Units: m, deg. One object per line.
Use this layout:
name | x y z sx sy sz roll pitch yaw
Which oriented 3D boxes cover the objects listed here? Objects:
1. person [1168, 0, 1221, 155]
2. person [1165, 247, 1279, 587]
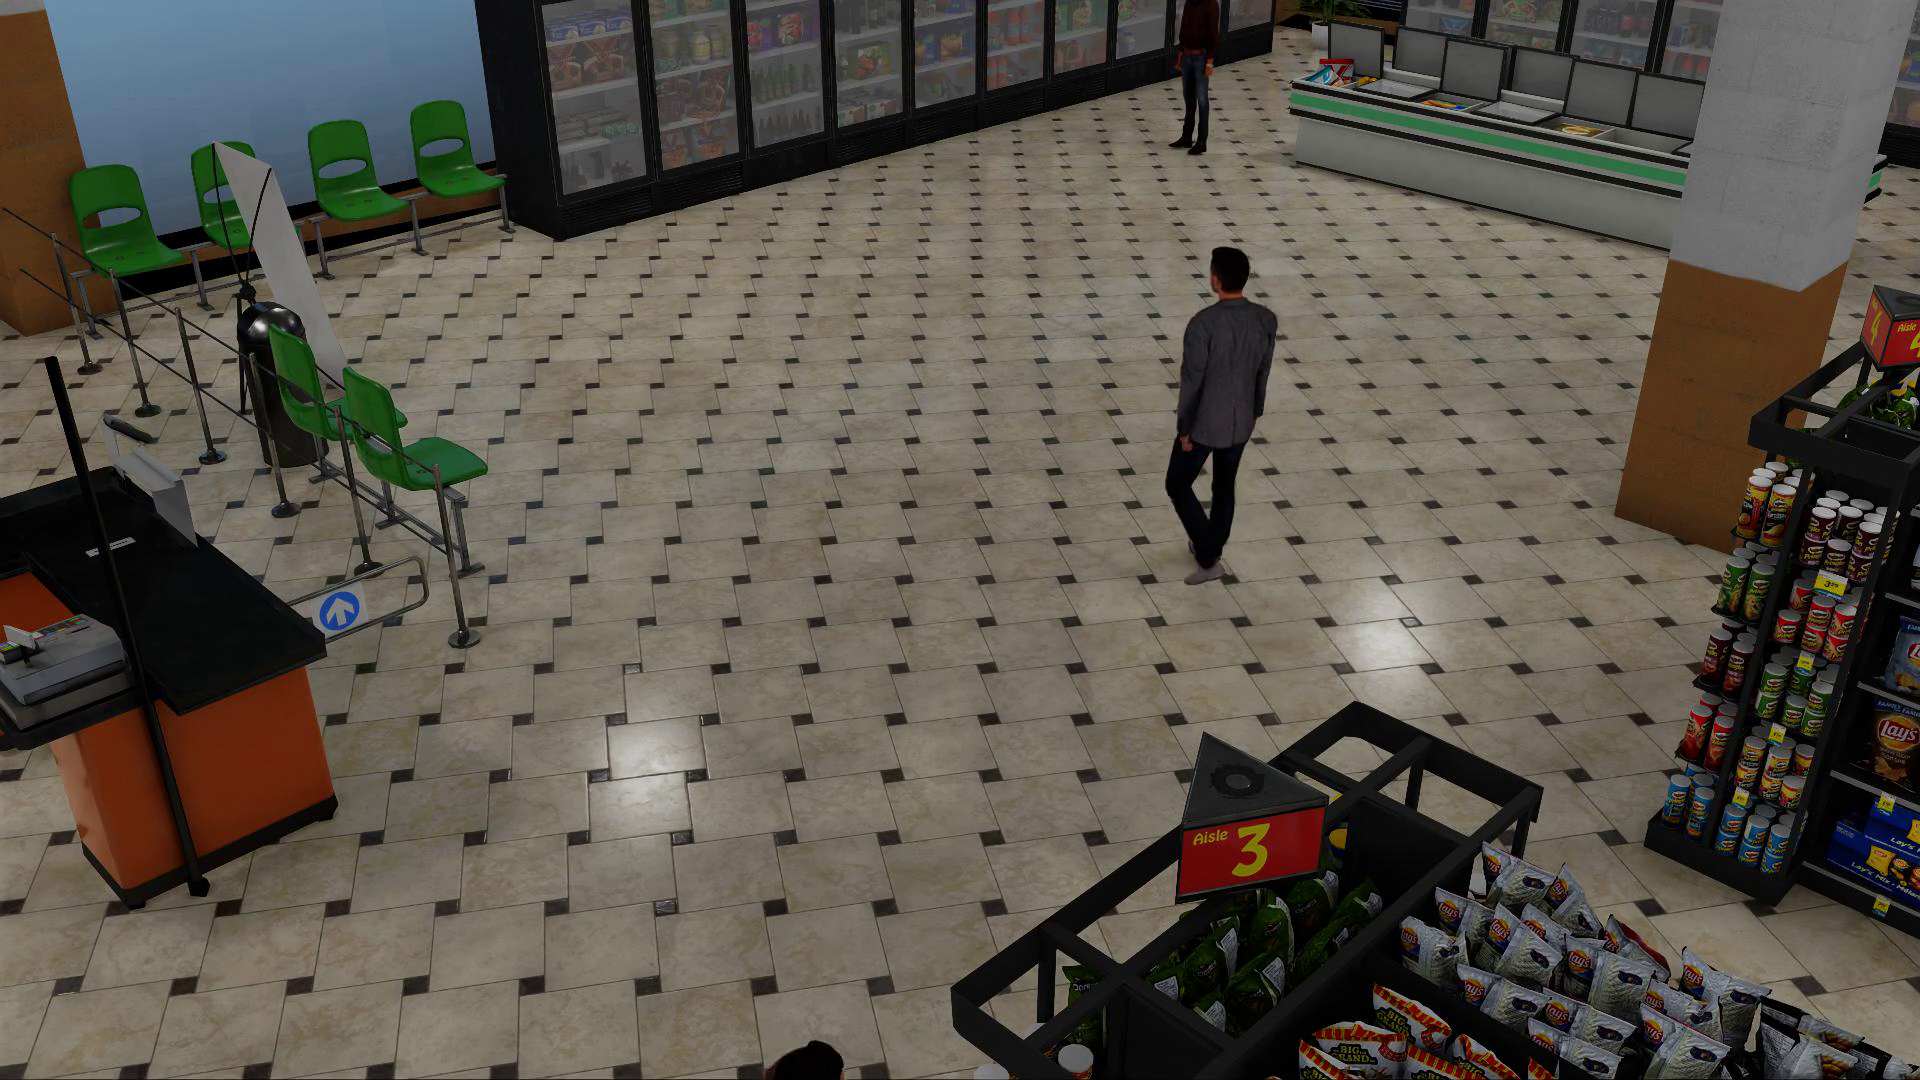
person | 2.309 -4.663 16.123 0.744 1.782 0.528 -18 33 -29
person | 1.351 -0.585 8.569 0.904 1.864 1.026 -10 30 -18
